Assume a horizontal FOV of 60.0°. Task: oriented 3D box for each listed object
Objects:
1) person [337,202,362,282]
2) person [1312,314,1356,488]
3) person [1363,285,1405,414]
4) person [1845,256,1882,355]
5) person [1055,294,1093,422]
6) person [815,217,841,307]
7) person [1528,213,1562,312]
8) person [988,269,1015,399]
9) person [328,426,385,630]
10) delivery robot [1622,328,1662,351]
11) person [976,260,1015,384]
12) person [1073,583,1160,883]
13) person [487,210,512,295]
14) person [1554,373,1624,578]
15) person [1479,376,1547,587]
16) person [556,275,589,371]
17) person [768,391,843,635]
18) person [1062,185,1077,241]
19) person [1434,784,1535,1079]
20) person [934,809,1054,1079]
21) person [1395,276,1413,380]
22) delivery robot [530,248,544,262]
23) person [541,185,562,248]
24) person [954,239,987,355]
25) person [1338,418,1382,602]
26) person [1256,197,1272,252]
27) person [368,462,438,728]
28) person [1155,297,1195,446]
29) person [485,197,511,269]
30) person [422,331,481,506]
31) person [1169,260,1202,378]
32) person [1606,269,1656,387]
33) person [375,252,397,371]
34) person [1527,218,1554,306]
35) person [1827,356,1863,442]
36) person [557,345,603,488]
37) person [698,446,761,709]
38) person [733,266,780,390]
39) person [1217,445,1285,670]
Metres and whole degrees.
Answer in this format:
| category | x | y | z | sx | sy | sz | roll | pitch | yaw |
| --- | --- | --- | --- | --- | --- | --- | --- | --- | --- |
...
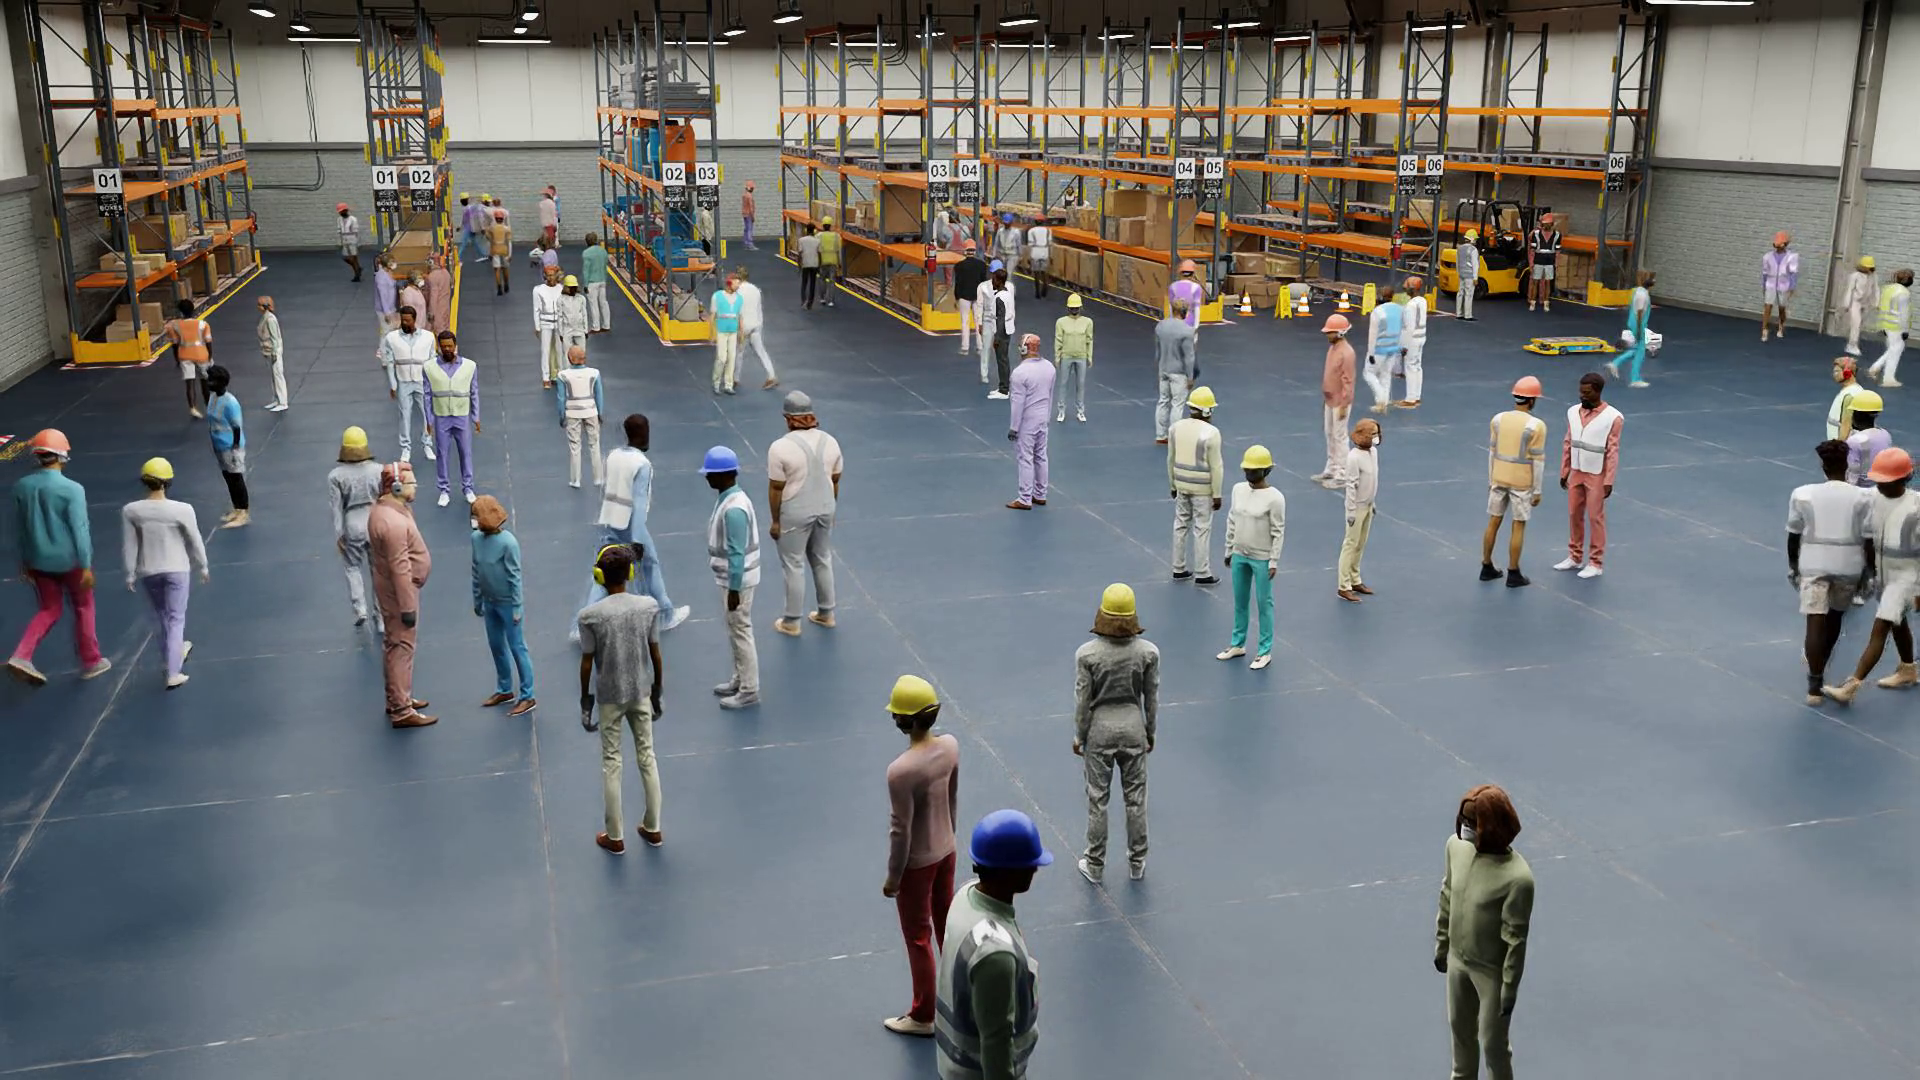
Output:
| category | x | y | z | sx | sy | sz | roll | pitch | yaw |
| --- | --- | --- | --- | --- | --- | --- | --- | --- | --- |
| person | -14.791 | -7.236 | 40.400 | 0.591 | 1.915 | 0.568 | 5 | 16 | 18 |
| person | 4.294 | -1.592 | 19.043 | 0.407 | 1.986 | 0.613 | -3 | 15 | -10 |
| person | 5.951 | -2.669 | 23.421 | 0.625 | 1.817 | 0.436 | -9 | 17 | -29 |
| person | 15.675 | -4.063 | 28.843 | 0.516 | 1.697 | 0.731 | -2 | 15 | -9 |
| person | 1.567 | -2.500 | 22.871 | 0.533 | 1.767 | 0.326 | -1 | 15 | -3 |
| person | -2.851 | -5.998 | 35.807 | 0.593 | 1.875 | 0.983 | -2 | 15 | -8 |
| person | 12.188 | -5.782 | 34.691 | 0.611 | 2.043 | 0.375 | 4 | 15 | 15 |
| person | 0.617 | -3.058 | 24.680 | 0.392 | 1.919 | 0.592 | 2 | 15 | 7 |
| person | -4.974 | -0.088 | 13.876 | 0.491 | 1.731 | 0.395 | -6 | 16 | -21 |
| delivery robot | 11.768 | -3.481 | 28.703 | 0.477 | 0.478 | 0.707 | -4 | 15 | -16 |
| person | 0.556 | -3.391 | 25.906 | 0.602 | 1.938 | 0.425 | -3 | 15 | -10 |
| person | 0.874 | 1.089 | 9.412 | 0.493 | 1.742 | 0.300 | -2 | 15 | -8 |
| person | -10.459 | -6.540 | 37.837 | 0.561 | 1.901 | 0.963 | -4 | 15 | -13 |
| person | 5.864 | -0.615 | 15.519 | 0.407 | 1.906 | 0.597 | -8 | 17 | -29 |
| person | 5.084 | -0.537 | 15.188 | 0.414 | 1.926 | 0.546 | -11 | 18 | -36 |
| person | -5.942 | -3.203 | 25.576 | 0.485 | 1.738 | 0.320 | -10 | 18 | -34 |
| person | -1.324 | -0.247 | 13.865 | 0.686 | 2.000 | 0.542 | -12 | 19 | -39 |
| person | 3.262 | -9.616 | 49.496 | 0.506 | 1.846 | 0.345 | 1 | 15 | 4 |
| person | 2.182 | 1.791 | 6.999 | 0.280 | 1.624 | 0.493 | -7 | 16 | -25 |
| person | 0.119 | 1.887 | 6.043 | 0.425 | 1.938 | 0.603 | -2 | 15 | -7 |
| person | 7.107 | -3.362 | 26.392 | 0.288 | 1.627 | 0.506 | -8 | 17 | -27 |
| delivery robot | -11.148 | -7.582 | 44.136 | 0.477 | 0.478 | 0.707 | 2 | 15 | 7 |
| person | -12.194 | -9.657 | 49.688 | 0.623 | 1.835 | 0.431 | 7 | 17 | 26 |
| person | 0.175 | -4.221 | 28.909 | 0.623 | 1.992 | 0.396 | -7 | 16 | -23 |
| person | 3.561 | -0.278 | 14.762 | 0.265 | 1.632 | 0.508 | 11 | 18 | 35 |
| person | 8.270 | -8.480 | 45.166 | 0.514 | 1.876 | 0.328 | 12 | 19 | 39 |
| person | -3.942 | 0.380 | 11.797 | 0.396 | 1.899 | 0.635 | -7 | 16 | -25 |
| person | 2.727 | -2.108 | 21.096 | 0.381 | 1.928 | 0.635 | -11 | 19 | -36 |
| person | -11.973 | -7.946 | 43.120 | 0.645 | 1.889 | 0.638 | -4 | 16 | -16 |
| person | -5.555 | -1.339 | 18.211 | 0.588 | 1.920 | 0.392 | -5 | 16 | -20 |
| person | 3.564 | -3.448 | 26.178 | 0.562 | 1.889 | 0.952 | 6 | 16 | 23 |
| person | 10.395 | -3.271 | 25.648 | 0.561 | 1.833 | 0.512 | 4 | 16 | 16 |
| person | -9.366 | -3.733 | 27.235 | 0.406 | 1.932 | 0.642 | -1 | 15 | -3 |
| person | 12.518 | -5.999 | 35.768 | 0.409 | 1.906 | 0.652 | -10 | 18 | -34 |
| person | 8.976 | -0.946 | 16.902 | 0.401 | 1.830 | 0.580 | 7 | 17 | 26 |
| person | -4.321 | -1.402 | 18.987 | 0.511 | 1.638 | 0.308 | -6 | 16 | -20 |
| person | -1.666 | 0.266 | 12.140 | 0.426 | 1.938 | 0.625 | -3 | 15 | -13 |
| person | -3.202 | -3.242 | 25.472 | 1.068 | 1.884 | 0.641 | 12 | 19 | 38 |
| person | 2.284 | 0.125 | 12.990 | 0.305 | 1.771 | 0.525 | -13 | 20 | -41 |
